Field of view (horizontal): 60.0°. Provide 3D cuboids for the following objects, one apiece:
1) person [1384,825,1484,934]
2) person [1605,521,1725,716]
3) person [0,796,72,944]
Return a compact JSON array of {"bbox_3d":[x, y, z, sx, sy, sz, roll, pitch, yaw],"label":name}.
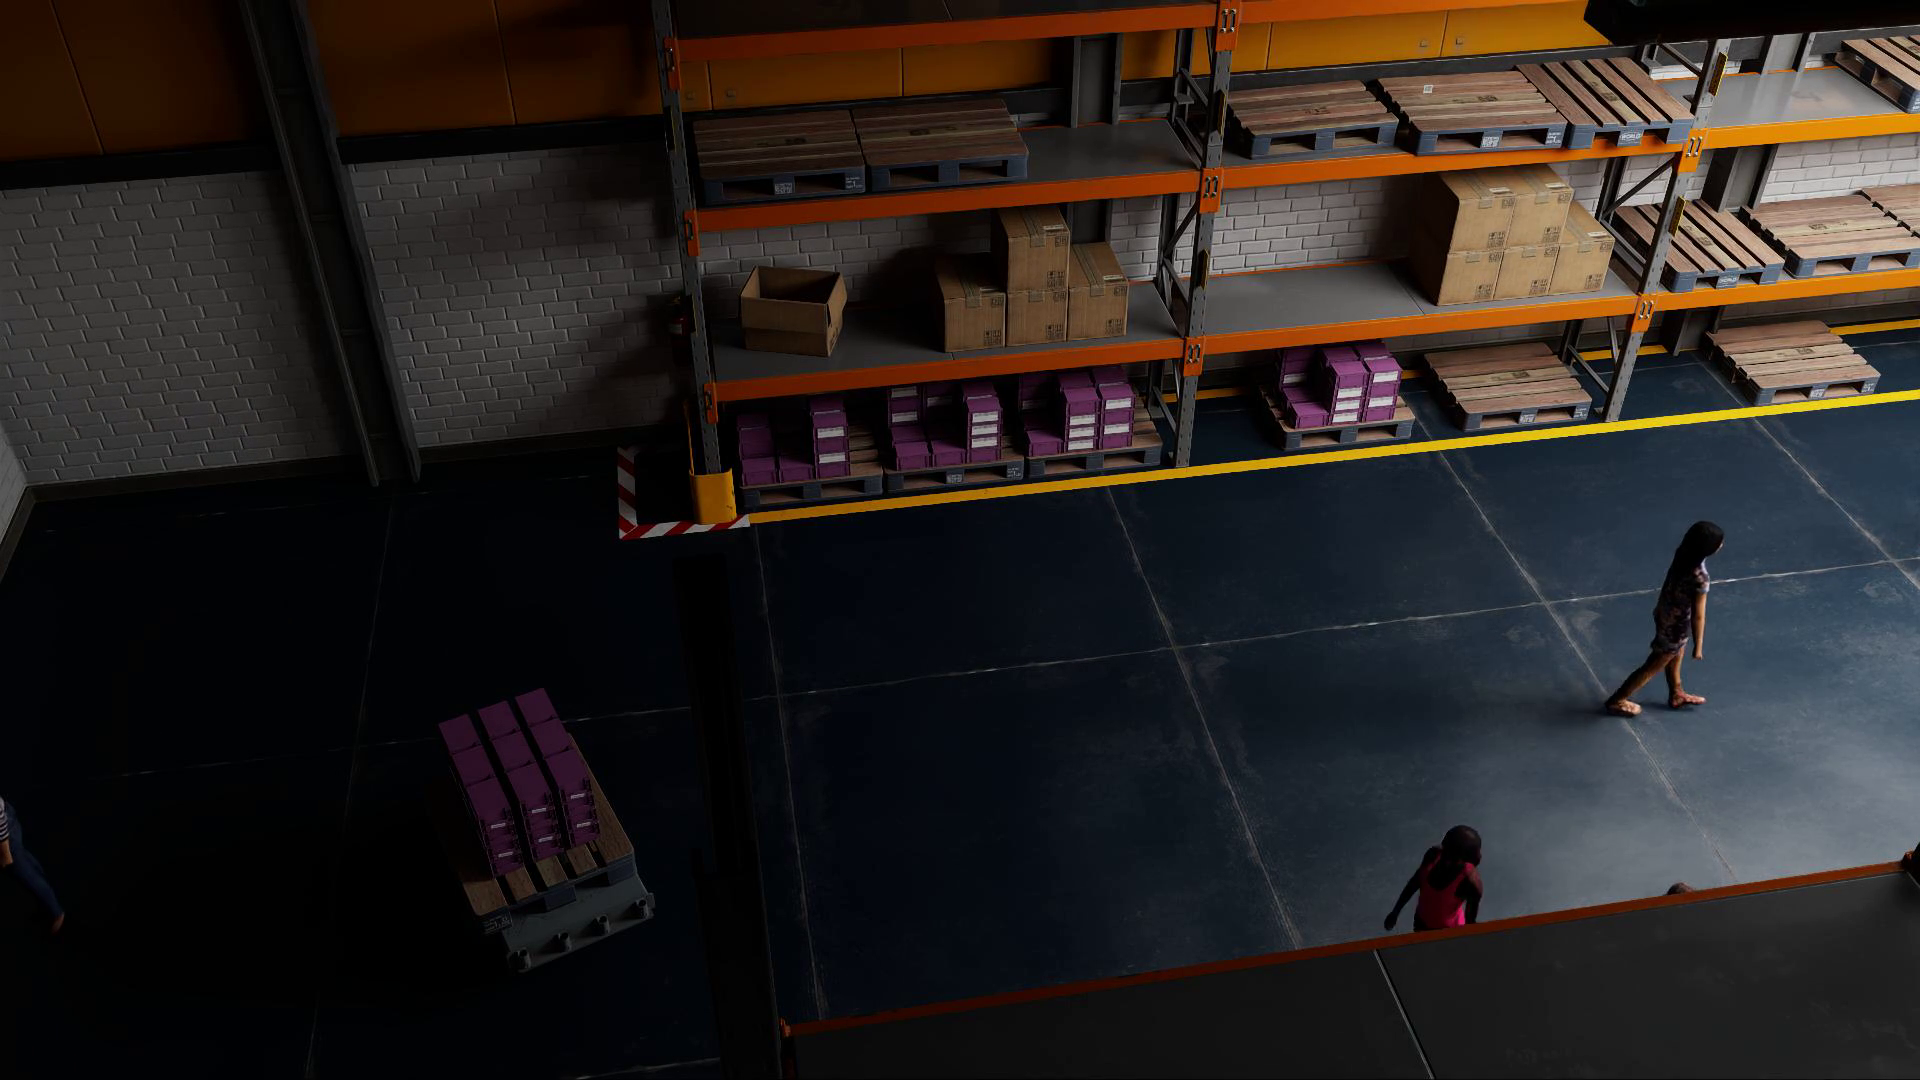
[{"bbox_3d":[2.813,2.186,9.521,0.655,1.712,0.640,-14,41,-17],"label":"person"},{"bbox_3d":[4.881,0.586,11.529,1.016,1.707,0.762,1,39,2],"label":"person"},{"bbox_3d":[-5.773,1.756,9.994,0.662,1.795,0.671,-25,45,-28],"label":"person"}]
